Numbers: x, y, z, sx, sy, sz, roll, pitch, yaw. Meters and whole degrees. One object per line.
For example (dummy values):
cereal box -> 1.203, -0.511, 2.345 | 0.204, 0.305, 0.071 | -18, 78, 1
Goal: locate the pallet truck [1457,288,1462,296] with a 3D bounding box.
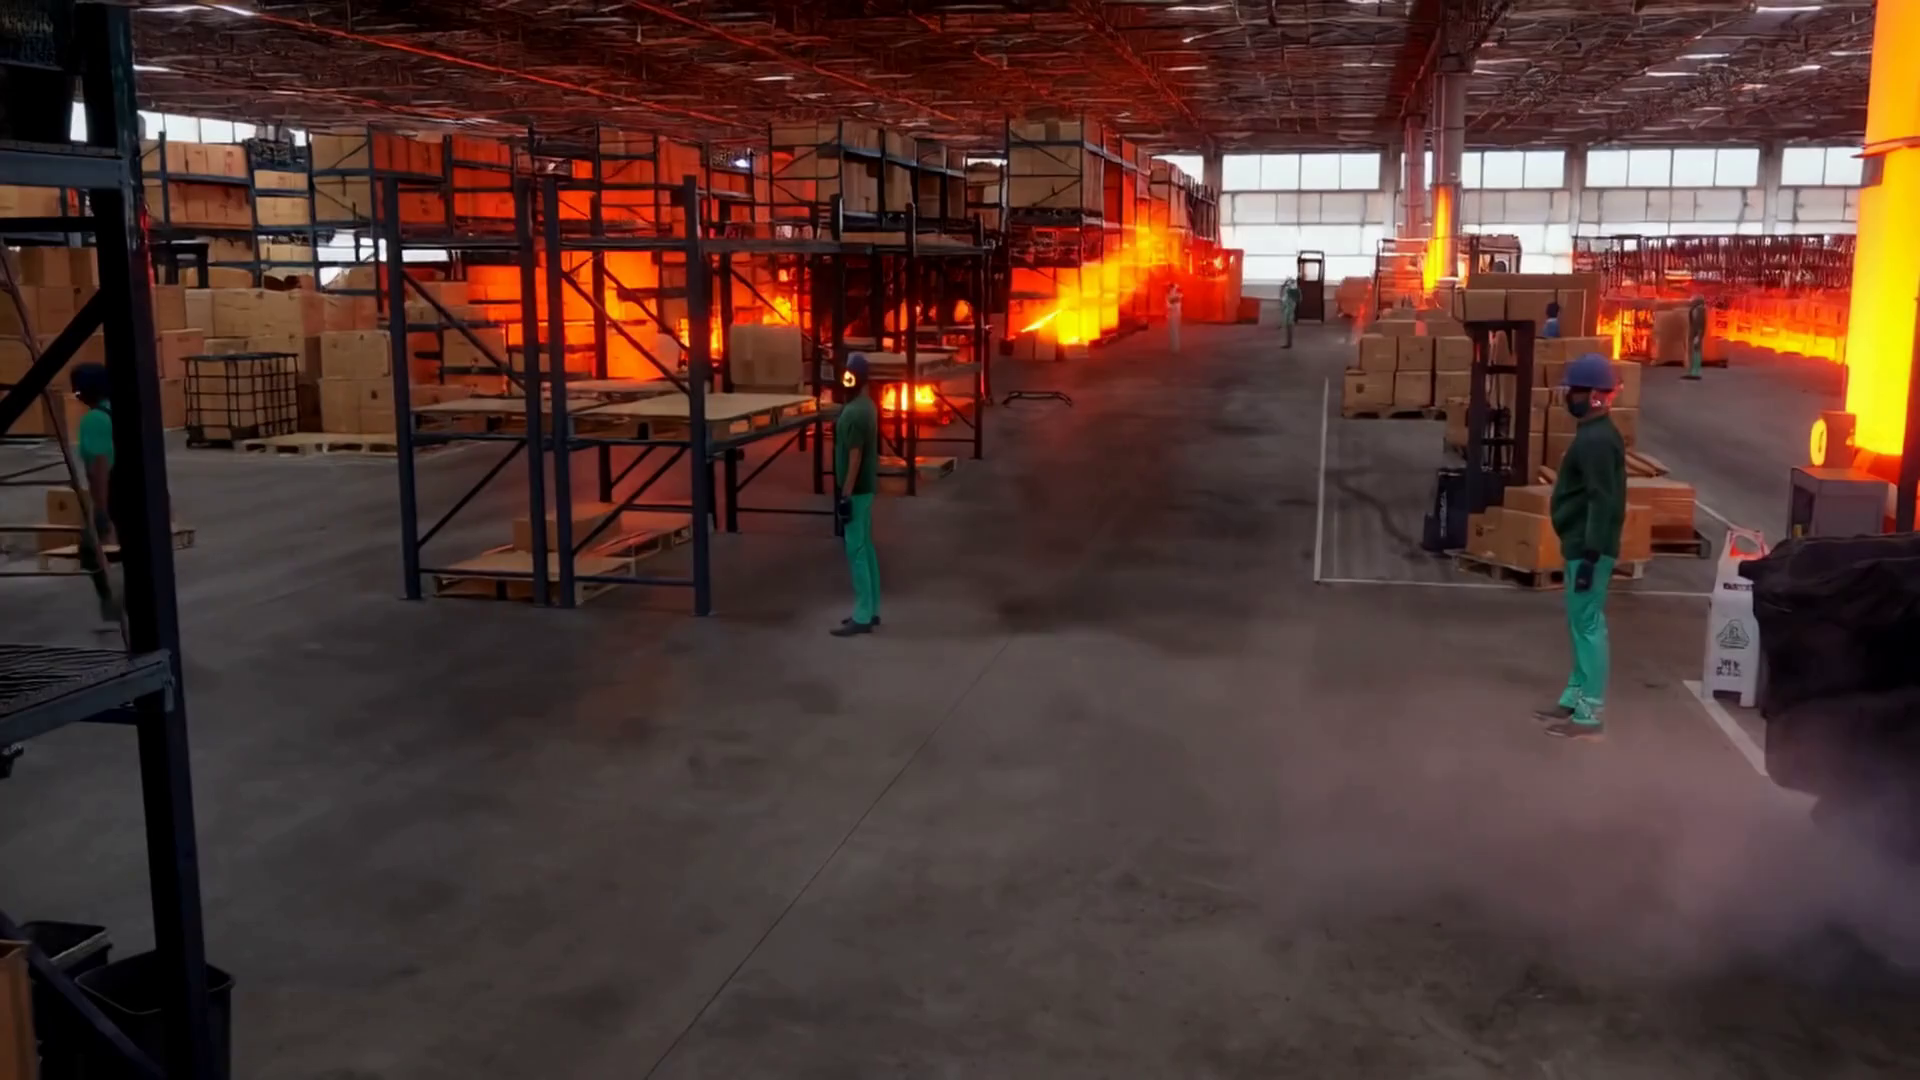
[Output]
pallet truck -> 20.506, -9.785, 68.819 | 0.653, 1.274, 1.630 | 2, 10, 12

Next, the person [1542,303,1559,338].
person -> 10.668, -3.437, 30.062 | 0.318, 1.696, 0.537 | 2, 10, 12

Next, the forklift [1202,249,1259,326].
forklift -> 10.036, -9.319, 61.387 | 1.873, 2.768, 1.129 | -6, 11, -31

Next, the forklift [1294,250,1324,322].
forklift -> 13.778, -10.002, 65.433 | 1.129, 2.768, 1.873 | 2, 10, 12

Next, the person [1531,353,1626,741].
person -> 3.220, 0.038, 8.590 | 0.374, 1.997, 0.614 | 2, 10, 12

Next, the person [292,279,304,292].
person -> -20.201, -7.027, 50.846 | 0.448, 1.863, 0.761 | -2, 10, -10

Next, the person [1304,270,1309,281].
person -> 18.022, -13.134, 86.847 | 0.408, 1.913, 0.644 | 2, 10, 12

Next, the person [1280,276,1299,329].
person -> 11.718, -8.414, 59.040 | 0.620, 1.858, 1.057 | 8, 12, 38

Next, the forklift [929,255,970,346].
forklift -> -0.429, -6.402, 44.116 | 1.129, 2.768, 1.873 | 2, 10, 12

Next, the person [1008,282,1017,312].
person -> 1.758, -7.907, 56.565 | 0.324, 1.689, 0.574 | 3, 10, 16

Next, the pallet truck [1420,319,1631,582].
pallet truck -> 4.543, -0.757, 13.299 | 0.823, 1.965, 1.885 | -4, 10, -22

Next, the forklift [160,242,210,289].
forklift -> -16.063, -4.810, 34.690 | 1.129, 2.768, 1.873 | 2, 10, 12

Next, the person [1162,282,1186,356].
person -> 5.467, -5.653, 42.578 | 0.624, 1.896, 0.448 | 5, 11, 25

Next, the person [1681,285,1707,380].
person -> 15.110, -4.253, 34.173 | 0.370, 1.940, 0.631 | 2, 10, 12

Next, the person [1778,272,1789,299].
person -> 35.889, -10.712, 72.517 | 0.408, 1.908, 0.644 | 2, 10, 12

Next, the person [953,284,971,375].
person -> 0.034, -4.495, 35.609 | 0.436, 1.956, 0.632 | 3, 10, 15

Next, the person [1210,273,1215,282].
person -> 11.716, -11.469, 77.205 | 0.404, 1.837, 0.593 | 2, 10, 12

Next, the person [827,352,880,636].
person -> -0.696, -0.296, 10.946 | 0.326, 1.871, 0.520 | 2, 10, 12

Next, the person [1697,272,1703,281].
person -> 35.876, -12.072, 80.736 | 0.387, 1.849, 0.566 | 2, 10, 12

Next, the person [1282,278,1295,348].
person -> 9.159, -6.307, 46.330 | 0.351, 1.942, 0.547 | 2, 10, 12

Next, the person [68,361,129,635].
person -> -5.560, -0.262, 10.893 | 0.535, 1.817, 0.548 | 2, 10, 9
